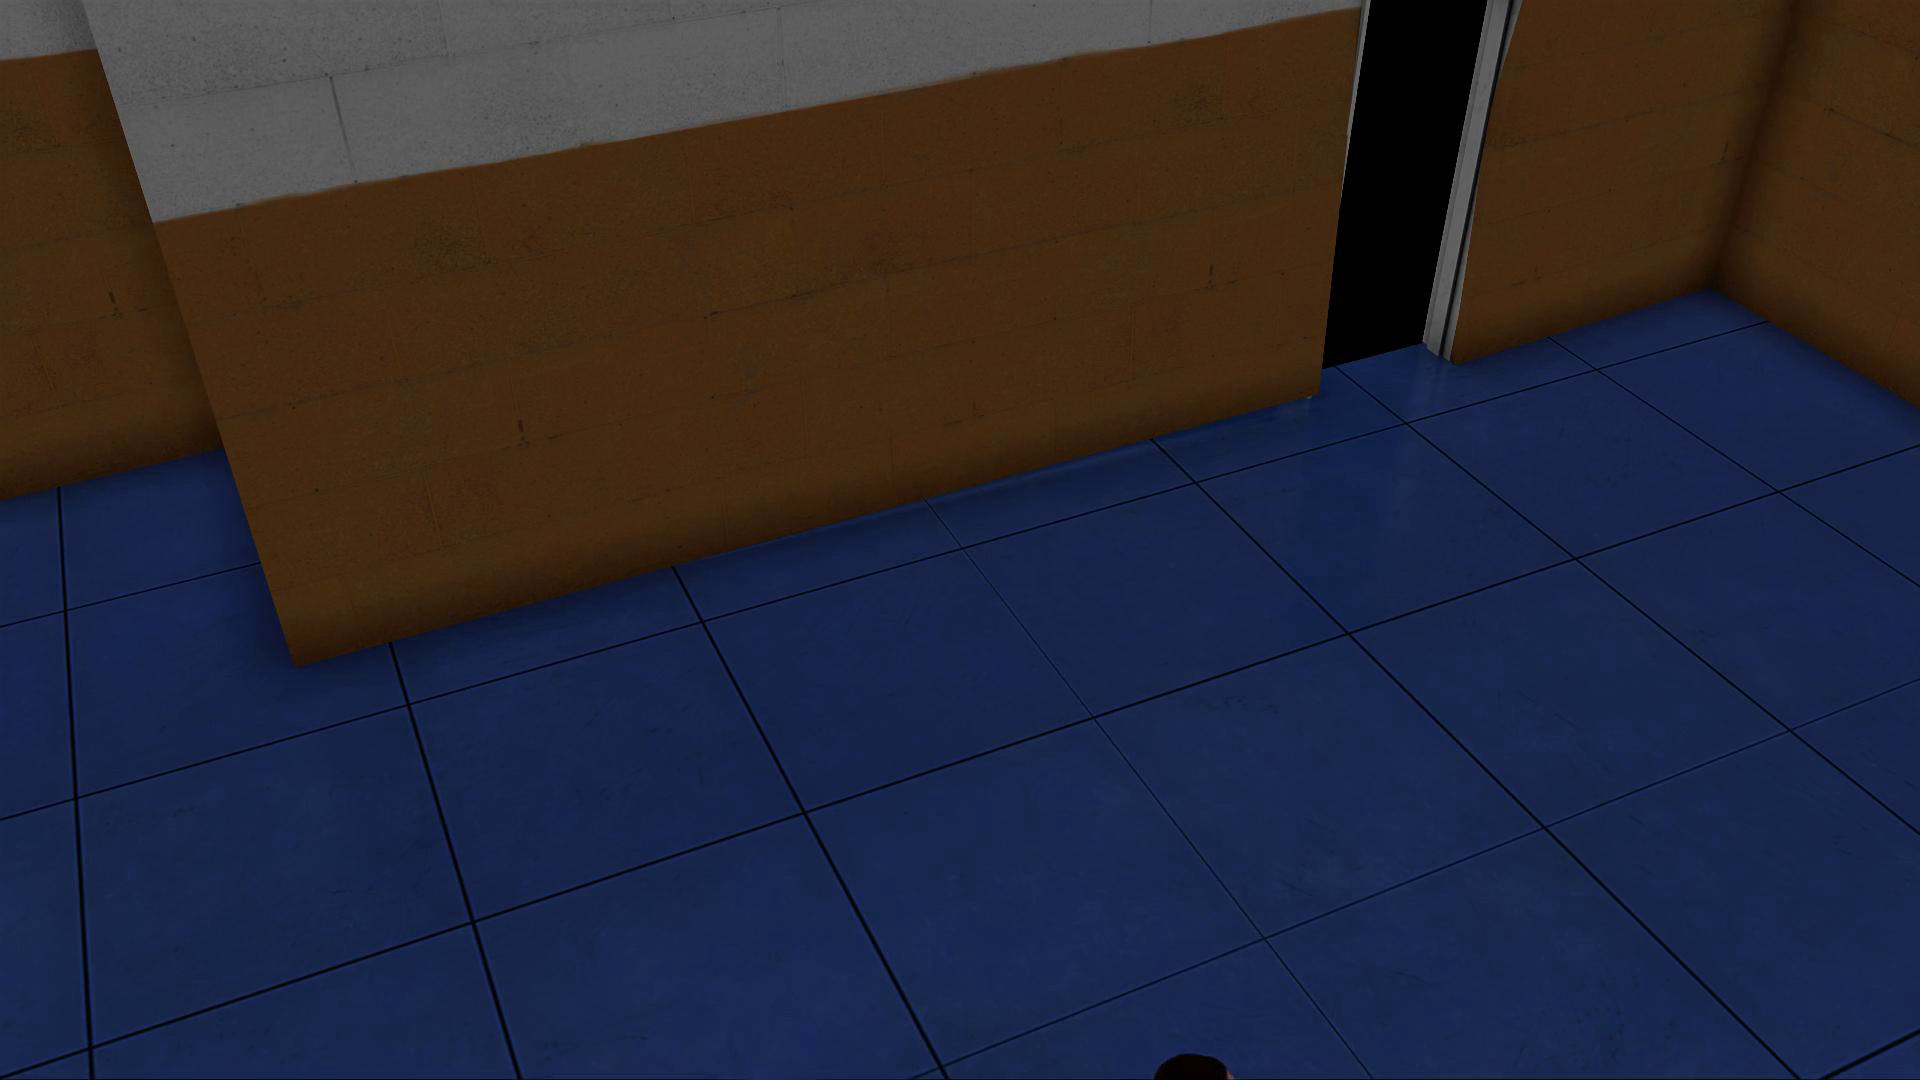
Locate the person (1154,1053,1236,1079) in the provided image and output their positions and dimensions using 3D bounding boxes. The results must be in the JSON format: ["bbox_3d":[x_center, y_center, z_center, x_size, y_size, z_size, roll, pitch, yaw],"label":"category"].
[{"bbox_3d":[0.552,1.884,4.288,0.702,1.680,0.574,-1,37,-1],"label":"person"}]
